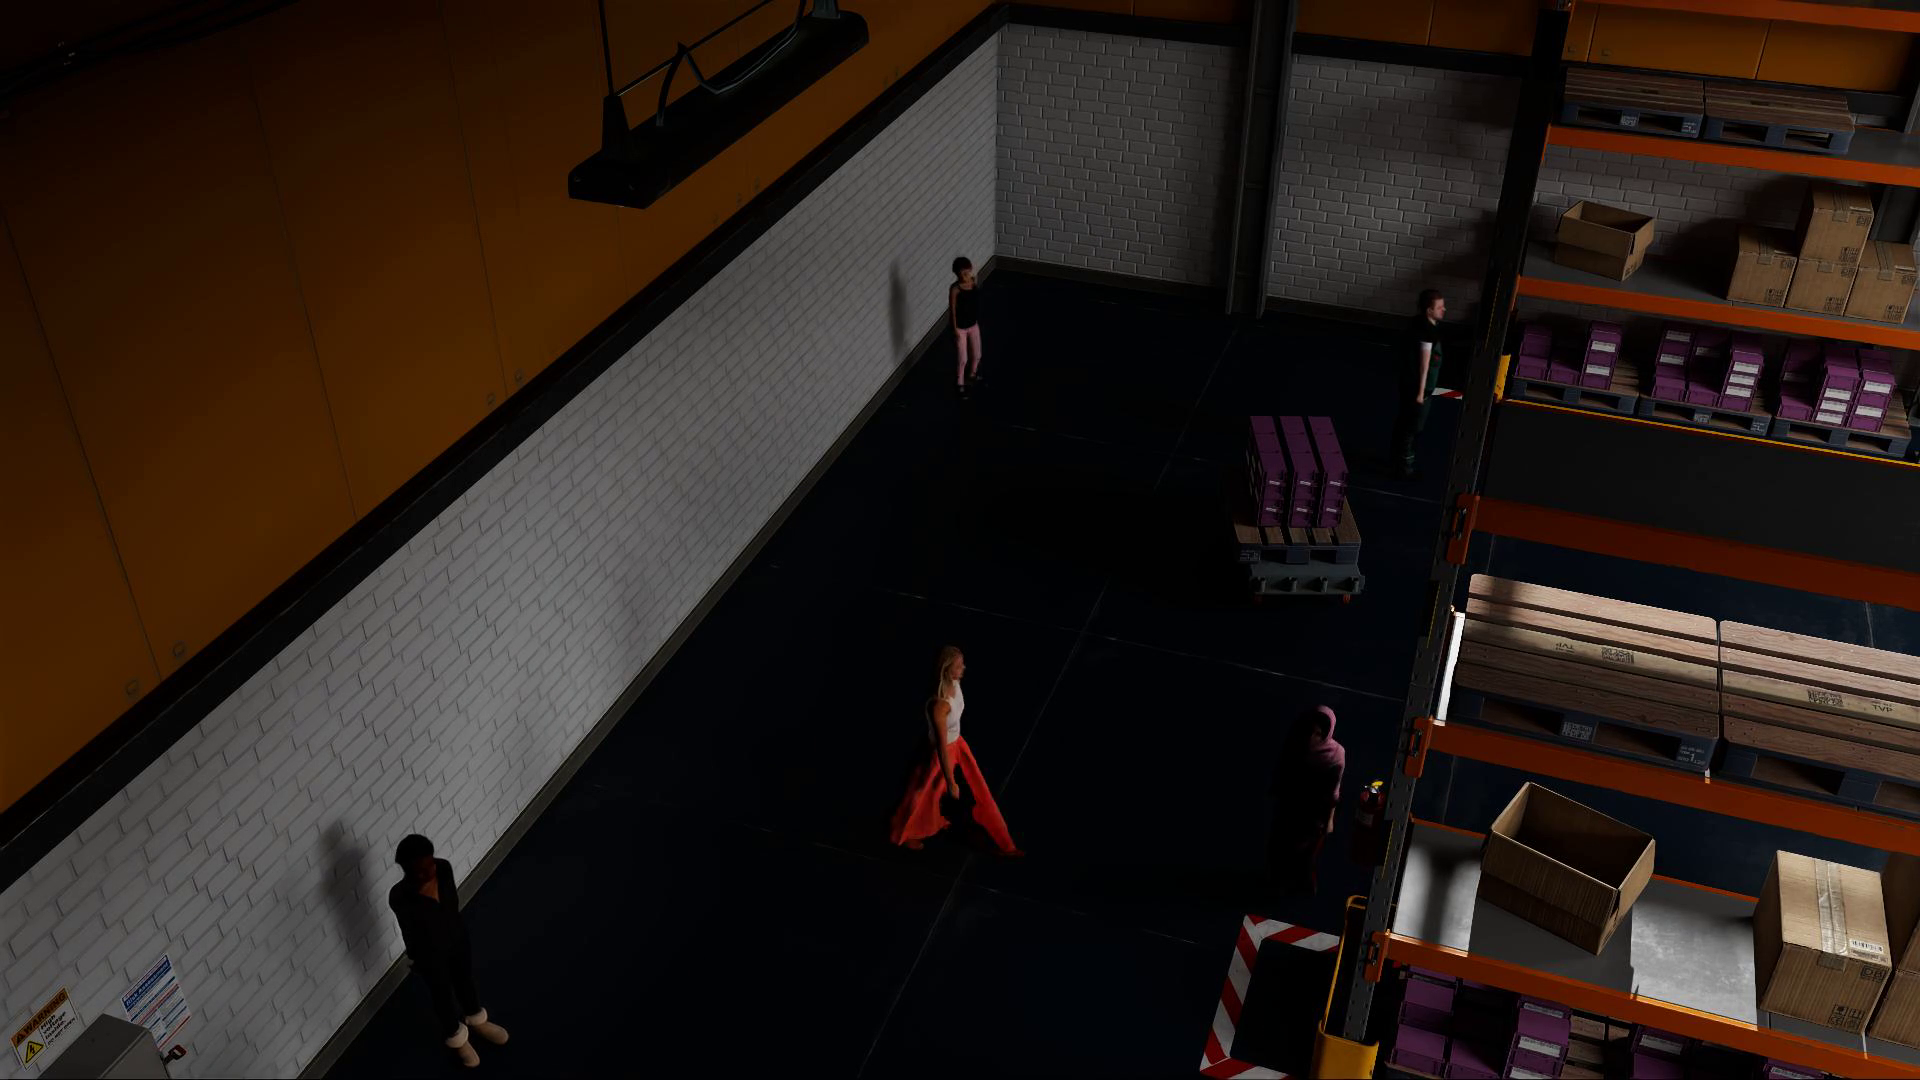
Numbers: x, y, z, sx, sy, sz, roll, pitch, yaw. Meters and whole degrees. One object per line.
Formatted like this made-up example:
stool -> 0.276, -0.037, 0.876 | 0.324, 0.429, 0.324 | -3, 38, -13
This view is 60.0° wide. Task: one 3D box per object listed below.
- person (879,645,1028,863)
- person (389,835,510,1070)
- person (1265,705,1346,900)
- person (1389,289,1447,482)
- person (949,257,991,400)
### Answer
person -> -0.216, 1.416, 10.872 | 1.264, 1.745, 0.692 | 13, 36, 18
person -> -3.004, 2.321, 9.582 | 0.616, 1.666, 0.675 | 12, 35, 17
person -> 2.256, 1.661, 10.614 | 0.852, 1.624, 0.773 | -17, 37, -24
person -> 4.133, -1.411, 15.039 | 0.706, 1.841, 0.716 | -1, 34, -2
person -> 0.041, -2.110, 16.369 | 0.766, 1.533, 0.763 | 23, 40, 30
